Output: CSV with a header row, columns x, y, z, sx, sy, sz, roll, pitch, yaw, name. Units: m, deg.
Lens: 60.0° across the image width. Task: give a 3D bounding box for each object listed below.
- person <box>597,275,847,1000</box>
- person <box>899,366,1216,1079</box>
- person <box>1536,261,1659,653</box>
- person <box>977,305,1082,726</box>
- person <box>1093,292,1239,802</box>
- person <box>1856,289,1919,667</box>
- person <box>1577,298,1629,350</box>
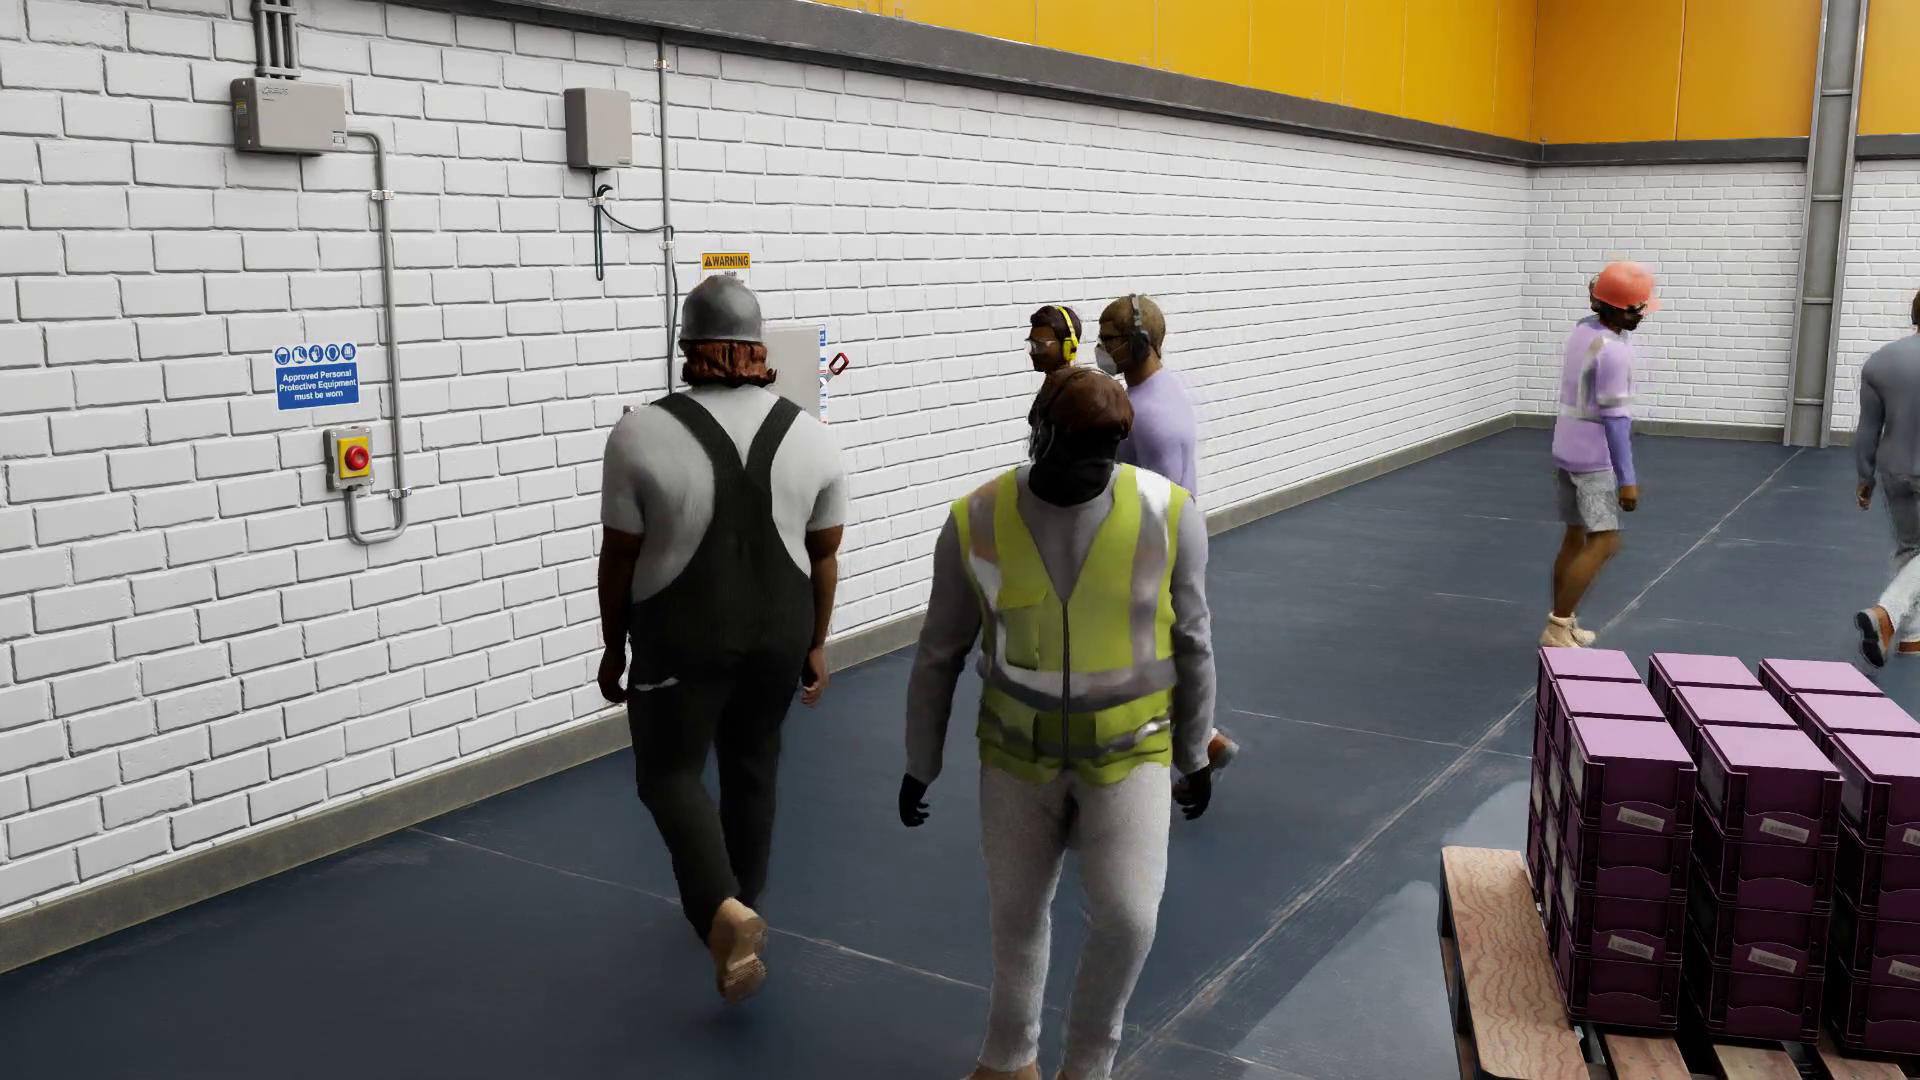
x,y,z,sx,sy,sz,roll,pitch,yaw,name
-0.653,0.250,4.683,0.692,2.000,0.803,-5,11,-26,person
0.215,0.514,3.826,0.718,1.819,0.526,2,10,11,person
3.140,-0.378,8.315,0.442,1.998,0.715,1,10,3,person
0.500,-0.072,7.042,0.793,1.846,0.513,-4,11,-21,person
0.681,0.096,5.856,0.512,1.922,0.635,0,10,3,person
4.682,-0.313,8.161,0.791,1.920,0.642,-6,12,-30,person
6.293,-1.648,16.330,0.499,1.633,0.286,8,13,36,person
